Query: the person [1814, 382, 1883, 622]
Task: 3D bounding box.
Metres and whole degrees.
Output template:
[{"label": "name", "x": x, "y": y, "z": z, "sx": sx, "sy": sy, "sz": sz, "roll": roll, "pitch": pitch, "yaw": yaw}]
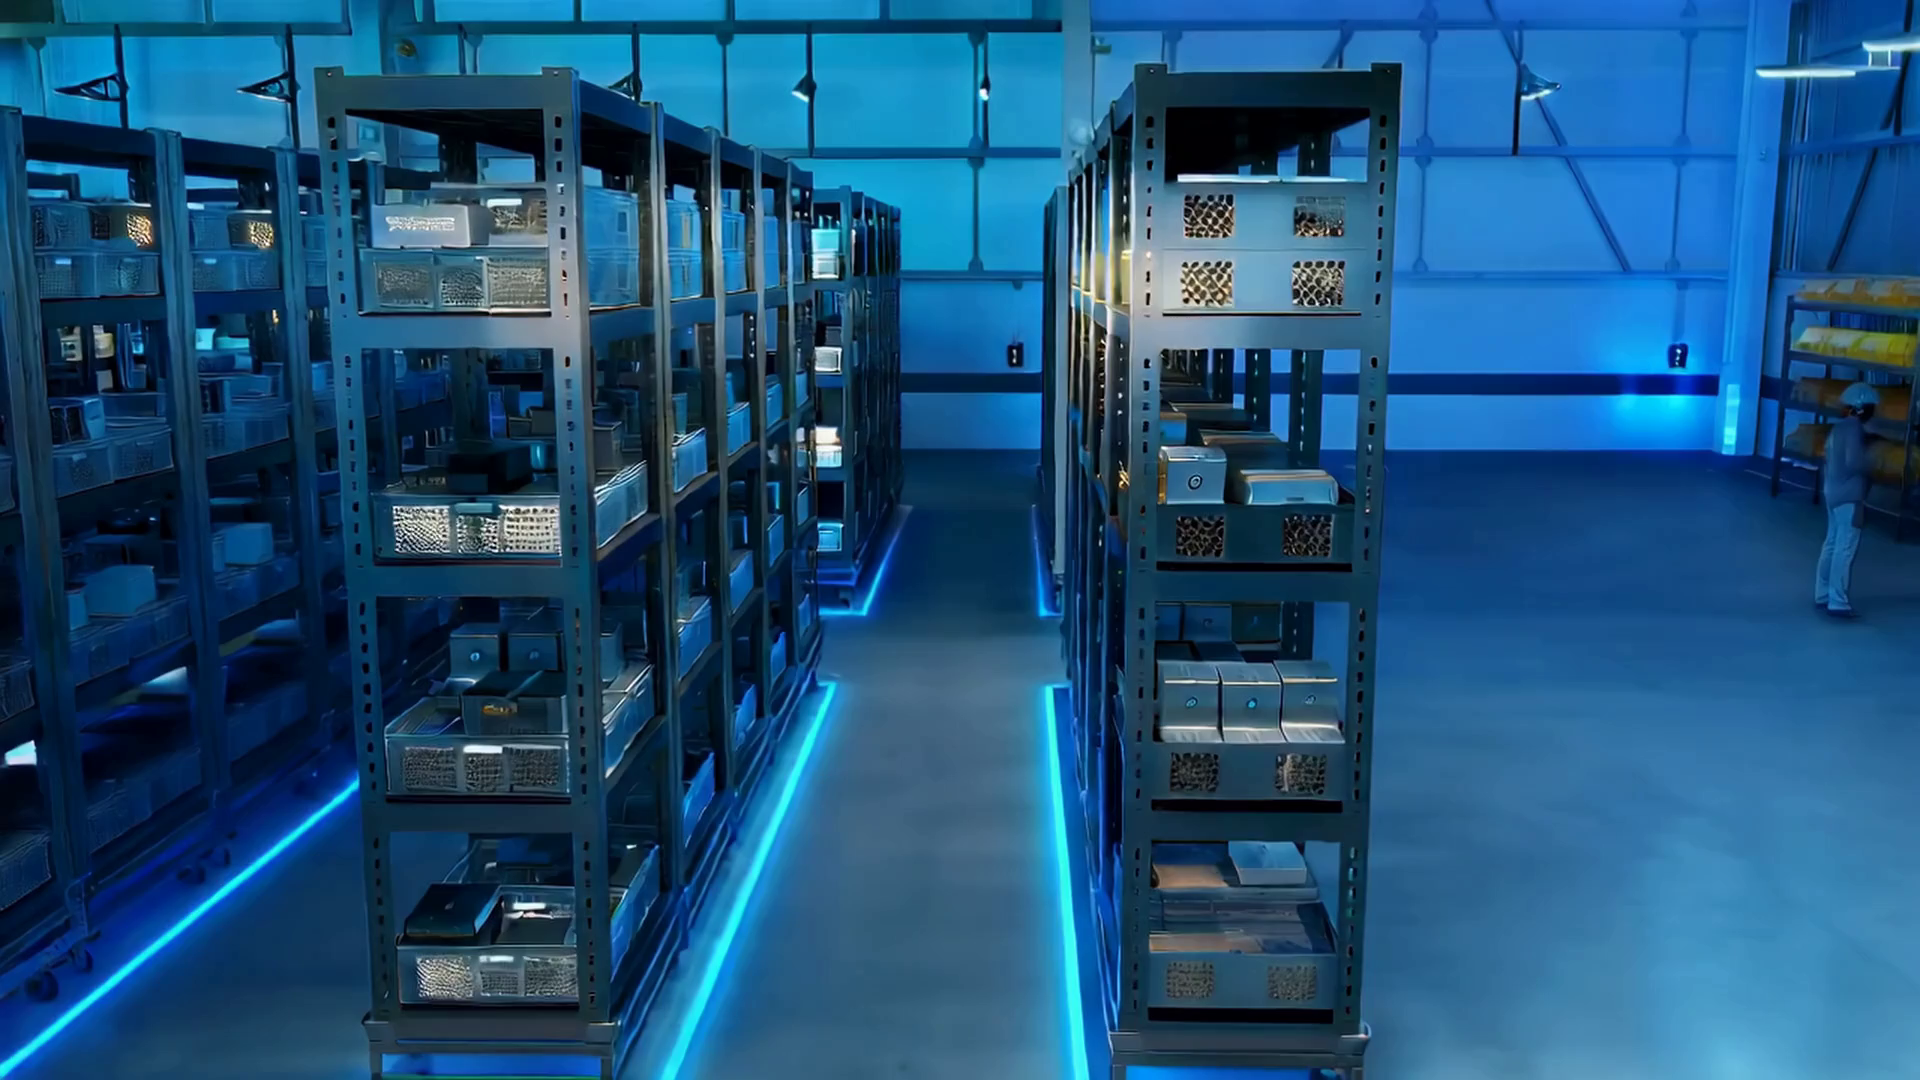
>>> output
[{"label": "person", "x": 7.419, "y": -0.321, "z": 13.889, "sx": 0.382, "sy": 1.993, "sz": 0.622, "roll": 2, "pitch": 10, "yaw": 9}]
